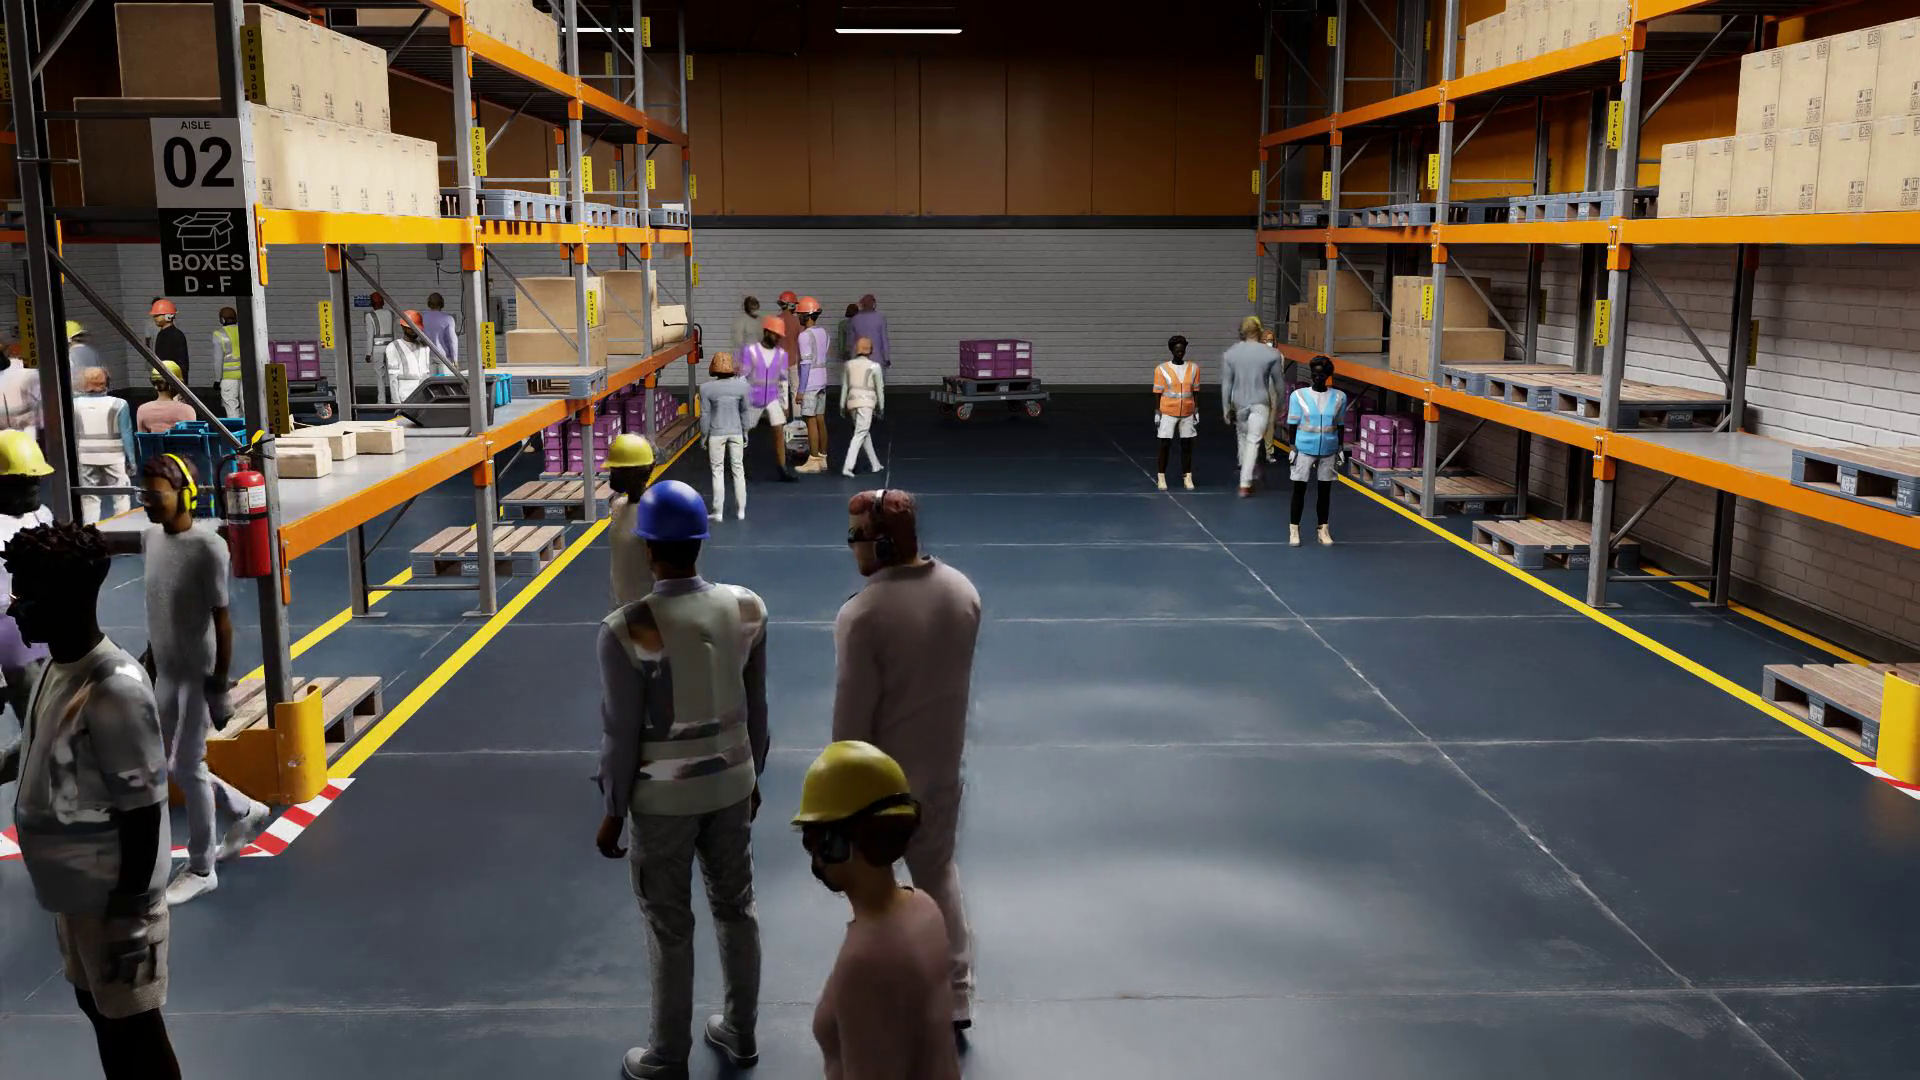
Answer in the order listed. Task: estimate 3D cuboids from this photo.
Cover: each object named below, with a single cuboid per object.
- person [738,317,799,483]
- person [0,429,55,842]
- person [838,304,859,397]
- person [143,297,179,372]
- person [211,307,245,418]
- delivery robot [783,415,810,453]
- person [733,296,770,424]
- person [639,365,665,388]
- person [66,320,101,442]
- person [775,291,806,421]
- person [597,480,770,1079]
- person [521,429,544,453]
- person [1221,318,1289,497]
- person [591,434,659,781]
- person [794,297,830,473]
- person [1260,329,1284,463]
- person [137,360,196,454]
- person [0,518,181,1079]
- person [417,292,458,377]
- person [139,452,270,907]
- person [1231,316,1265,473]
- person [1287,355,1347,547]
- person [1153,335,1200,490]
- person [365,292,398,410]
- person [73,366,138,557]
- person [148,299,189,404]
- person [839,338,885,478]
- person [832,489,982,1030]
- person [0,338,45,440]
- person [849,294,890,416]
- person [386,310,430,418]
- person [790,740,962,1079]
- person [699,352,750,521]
[{"bbox_3d":[-2.221,-1.571,18.655,0.601,1.865,0.890,-5,11,-25],"label":"person"},{"bbox_3d":[-4.059,0.467,7.131,0.650,1.906,0.602,0,10,-2],"label":"person"},{"bbox_3d":[-1.817,-3.197,28.295,0.497,1.633,0.283,1,10,5],"label":"person"},{"bbox_3d":[-12.006,-2.733,25.086,0.512,1.859,0.505,-7,12,-35],"label":"person"},{"bbox_3d":[-9.483,-2.117,21.719,0.430,1.835,0.625,6,12,30],"label":"person"},{"bbox_3d":[-1.980,-1.284,20.380,0.477,0.478,0.707,-2,10,-10],"label":"delivery robot"},{"bbox_3d":[-3.151,-2.689,24.763,0.920,1.903,0.670,6,12,30],"label":"person"},{"bbox_3d":[-4.647,-2.736,24.867,0.349,1.942,0.545,9,13,41],"label":"person"},{"bbox_3d":[-9.995,-1.614,19.021,0.786,1.796,0.588,1,10,4],"label":"person"},{"bbox_3d":[-2.417,-2.495,23.381,0.613,1.991,0.391,4,11,20],"label":"person"},{"bbox_3d":[-0.870,0.780,5.256,0.603,1.949,0.389,-9,14,-41],"label":"person"},{"bbox_3d":[-5.424,-2.035,21.277,0.619,1.836,0.430,-6,12,-31],"label":"person"},{"bbox_3d":[3.119,-1.417,17.711,0.650,1.867,1.078,5,11,27],"label":"person"},{"bbox_3d":[-1.549,0.335,8.299,0.580,1.750,0.526,-7,12,-34],"label":"person"},{"bbox_3d":[-1.744,-1.797,19.348,0.376,2.045,0.605,4,11,20],"label":"person"},{"bbox_3d":[3.700,-1.747,20.238,0.496,1.629,0.277,-1,10,-8],"label":"person"},{"bbox_3d":[-6.147,-0.520,13.023,0.523,1.765,0.316,2,10,10],"label":"person"},{"bbox_3d":[-2.325,0.911,4.478,0.361,1.965,0.613,-9,14,-42],"label":"person"},{"bbox_3d":[-7.680,-2.666,24.487,0.638,1.937,0.357,2,10,12],"label":"person"},{"bbox_3d":[-3.136,0.550,6.806,0.537,1.853,0.505,6,12,32],"label":"person"},{"bbox_3d":[3.377,-1.694,19.397,0.403,1.834,0.594,-4,11,-22],"label":"person"},{"bbox_3d":[3.138,-0.782,14.657,0.533,1.698,0.322,0,10,-3],"label":"person"},{"bbox_3d":[2.336,-1.367,17.961,0.533,1.687,0.320,-2,10,-11],"label":"person"},{"bbox_3d":[-9.243,-3.017,26.588,0.355,1.884,0.573,7,12,33],"label":"person"},{"bbox_3d":[-7.268,-0.653,14.115,0.536,1.634,0.339,-2,10,-9],"label":"person"},{"bbox_3d":[-9.453,-1.877,19.929,0.622,1.994,0.381,9,13,40],"label":"person"},{"bbox_3d":[-1.136,-1.510,19.017,0.529,1.587,0.856,7,12,34],"label":"person"},{"bbox_3d":[-0.177,0.747,5.617,0.609,1.874,0.719,10,14,43],"label":"person"},{"bbox_3d":[-9.187,-1.069,16.066,0.634,1.767,0.985,-4,11,-21],"label":"person"},{"bbox_3d":[-1.391,-2.807,25.411,0.660,1.886,0.545,5,11,27],"label":"person"},{"bbox_3d":[-6.094,-1.596,18.547,0.365,1.932,0.543,6,12,32],"label":"person"},{"bbox_3d":[-0.116,1.255,3.222,0.515,1.717,0.556,3,11,15],"label":"person"},{"bbox_3d":[-2.266,-0.994,16.026,0.506,1.635,0.273,-5,11,-26],"label":"person"}]
